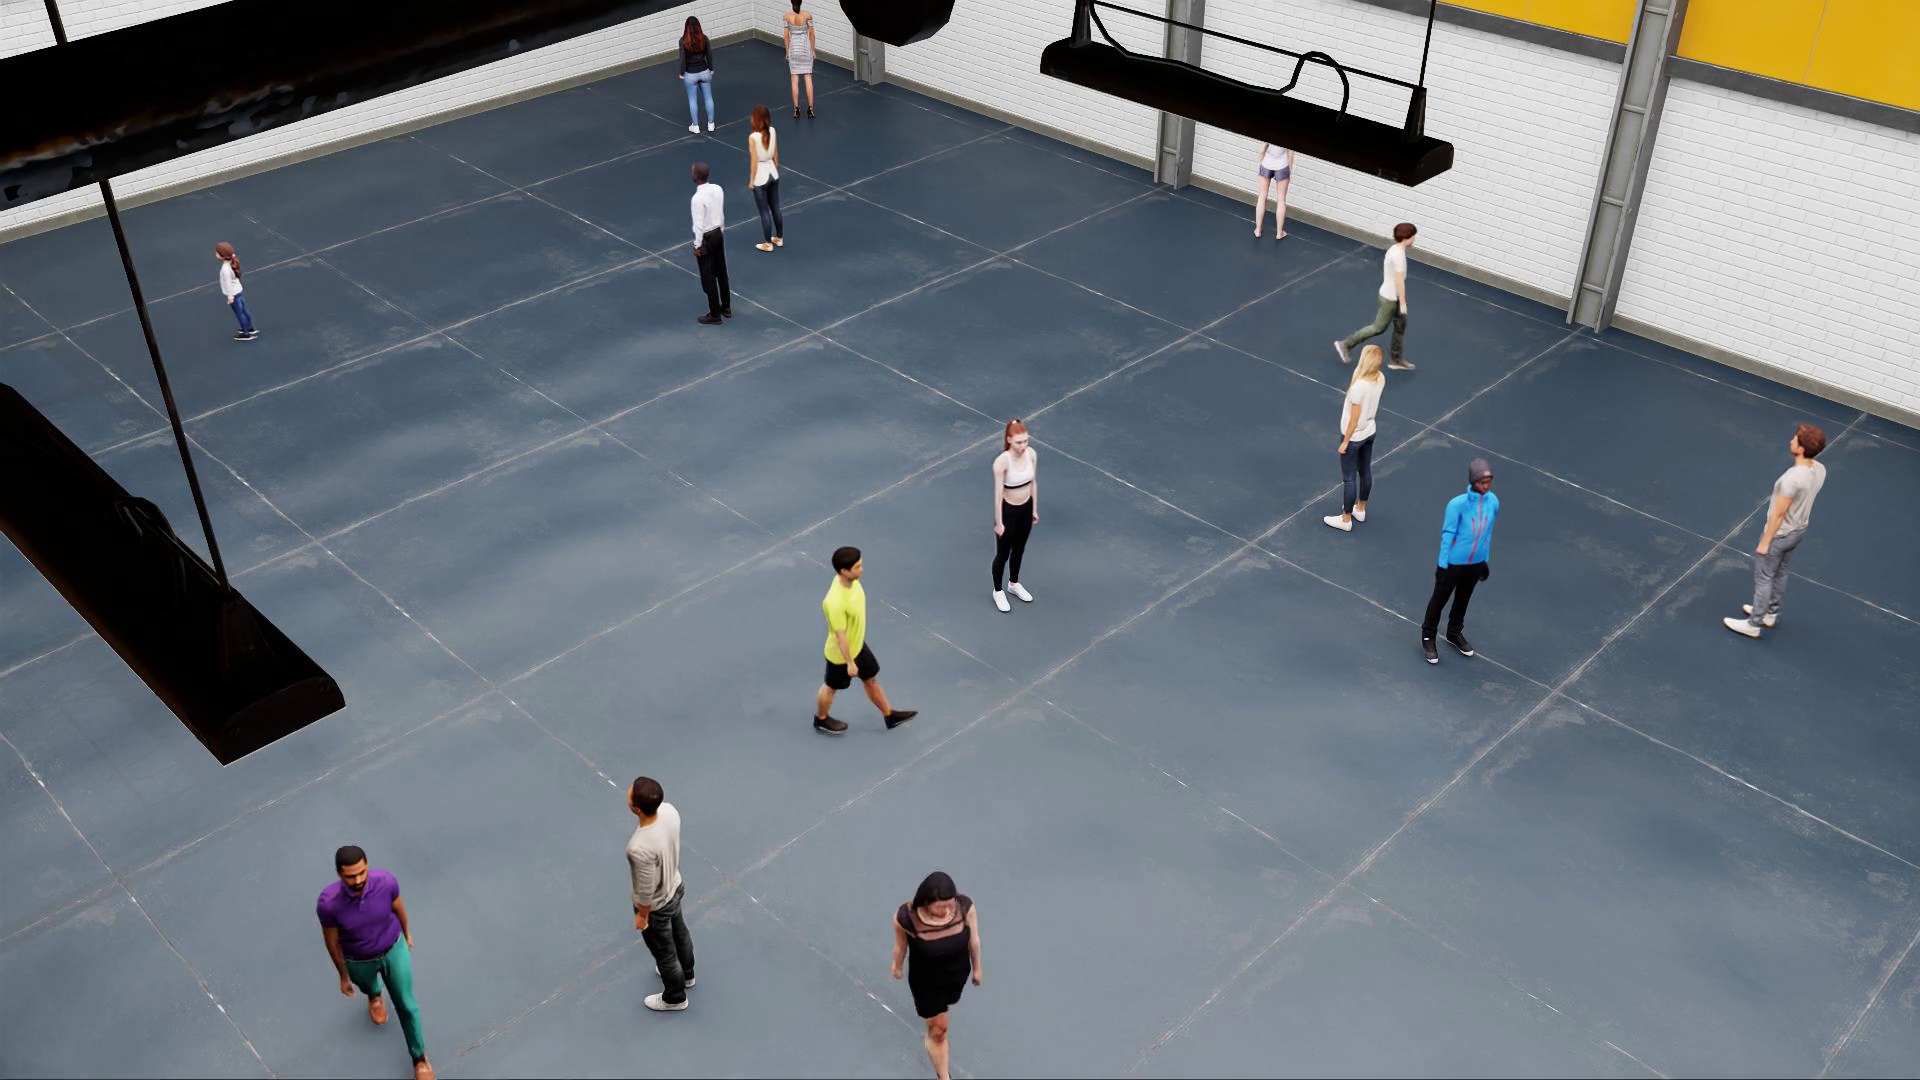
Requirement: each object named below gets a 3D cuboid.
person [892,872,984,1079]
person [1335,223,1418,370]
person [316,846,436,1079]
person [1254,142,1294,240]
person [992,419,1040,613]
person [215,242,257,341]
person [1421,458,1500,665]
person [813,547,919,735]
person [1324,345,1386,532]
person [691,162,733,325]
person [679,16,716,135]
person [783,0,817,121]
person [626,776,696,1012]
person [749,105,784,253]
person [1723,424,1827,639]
[{"bbox_3d":[-0.160,2.494,9.810,0.944,1.665,1.211,-12,35,-17],"label":"person"},{"bbox_3d":[4.421,-2.523,17.392,1.163,1.627,0.943,9,35,13],"label":"person"},{"bbox_3d":[-3.513,2.403,9.893,0.863,1.723,1.241,-16,37,-22],"label":"person"},{"bbox_3d":[3.845,-4.548,20.312,0.617,1.767,0.725,12,35,17],"label":"person"},{"bbox_3d":[0.450,-0.220,13.824,0.617,1.742,0.556,-22,39,-29],"label":"person"},{"bbox_3d":[-7.927,-2.729,18.167,0.583,1.112,0.516,-6,34,-9],"label":"person"},{"bbox_3d":[3.988,0.145,13.229,0.693,1.792,0.694,-10,35,-14],"label":"person"},{"bbox_3d":[-0.931,0.783,12.379,1.143,1.670,0.986,7,34,11],"label":"person"},{"bbox_3d":[3.560,-0.918,14.814,0.611,1.809,0.484,-28,43,-35],"label":"person"},{"bbox_3d":[-2.765,-3.278,18.341,0.631,1.835,0.701,17,37,23],"label":"person"},{"bbox_3d":[-3.712,-6.584,23.494,0.718,1.634,0.687,-14,36,-20],"label":"person"},{"bbox_3d":[-2.295,-6.963,23.896,0.676,1.822,0.730,-1,34,-2],"label":"person"},{"bbox_3d":[-1.833,2.159,10.182,0.733,1.812,0.736,8,34,11],"label":"person"},{"bbox_3d":[-2.333,-4.346,19.992,0.535,1.785,0.610,26,41,33],"label":"person"},{"bbox_3d":[6.665,-0.067,13.455,0.665,1.894,0.574,-24,41,-32],"label":"person"}]
